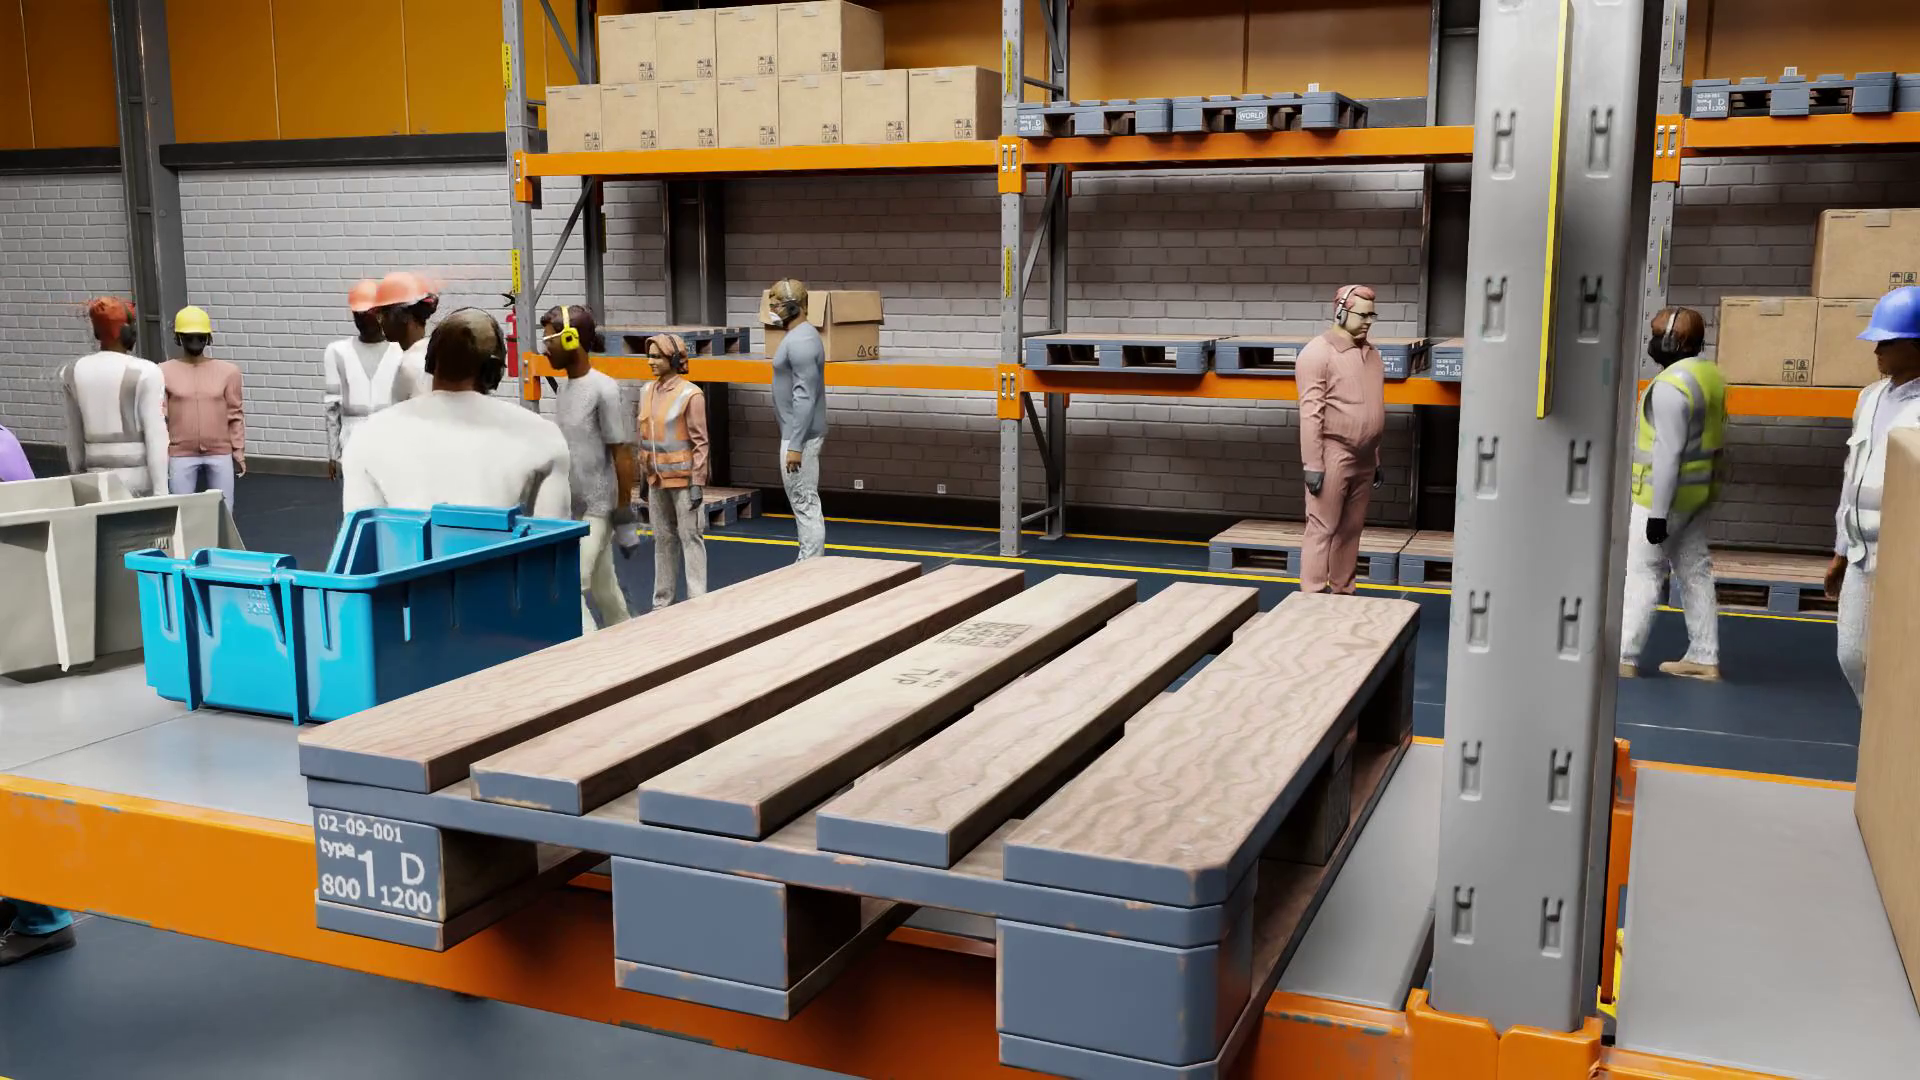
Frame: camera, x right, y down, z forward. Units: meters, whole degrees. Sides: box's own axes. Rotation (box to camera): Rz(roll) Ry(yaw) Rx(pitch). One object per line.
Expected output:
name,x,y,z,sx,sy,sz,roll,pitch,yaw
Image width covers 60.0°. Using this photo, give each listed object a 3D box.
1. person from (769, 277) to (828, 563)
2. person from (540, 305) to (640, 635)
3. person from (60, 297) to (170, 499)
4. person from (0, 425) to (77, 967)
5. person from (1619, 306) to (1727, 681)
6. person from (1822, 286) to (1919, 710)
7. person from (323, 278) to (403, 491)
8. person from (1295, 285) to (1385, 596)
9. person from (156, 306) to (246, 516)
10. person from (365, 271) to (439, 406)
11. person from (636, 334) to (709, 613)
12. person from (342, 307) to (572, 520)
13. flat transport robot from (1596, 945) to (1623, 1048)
person,-0.974,-0.596,9.968,0.372,1.934,0.627,-1,10,-6
person,-1.675,-0.098,7.279,0.678,1.834,0.518,-6,11,-31
person,-4.274,-0.294,8.393,0.582,1.860,0.825,2,10,13
person,-2.793,0.307,4.824,0.373,1.840,0.571,-6,11,-32
person,3.414,-0.211,8.040,0.506,1.840,0.639,9,13,43
person,3.410,0.069,5.990,0.542,1.935,0.623,-1,9,-4
person,-3.344,-0.522,9.515,0.551,1.934,0.378,-2,10,-11
person,2.105,-0.432,9.077,0.639,1.904,0.409,-9,13,-42
person,-4.531,-0.506,9.920,0.525,1.770,0.306,-6,11,-32
person,-2.635,-0.285,7.965,1.058,1.974,0.625,-2,10,-11
person,-1.570,-0.307,9.109,0.515,1.641,0.315,8,12,39
person,-1.451,0.274,4.873,0.651,1.882,0.956,-1,10,-8
flat transport robot,2.176,1.205,4.147,1.431,0.197,0.652,1,10,7
